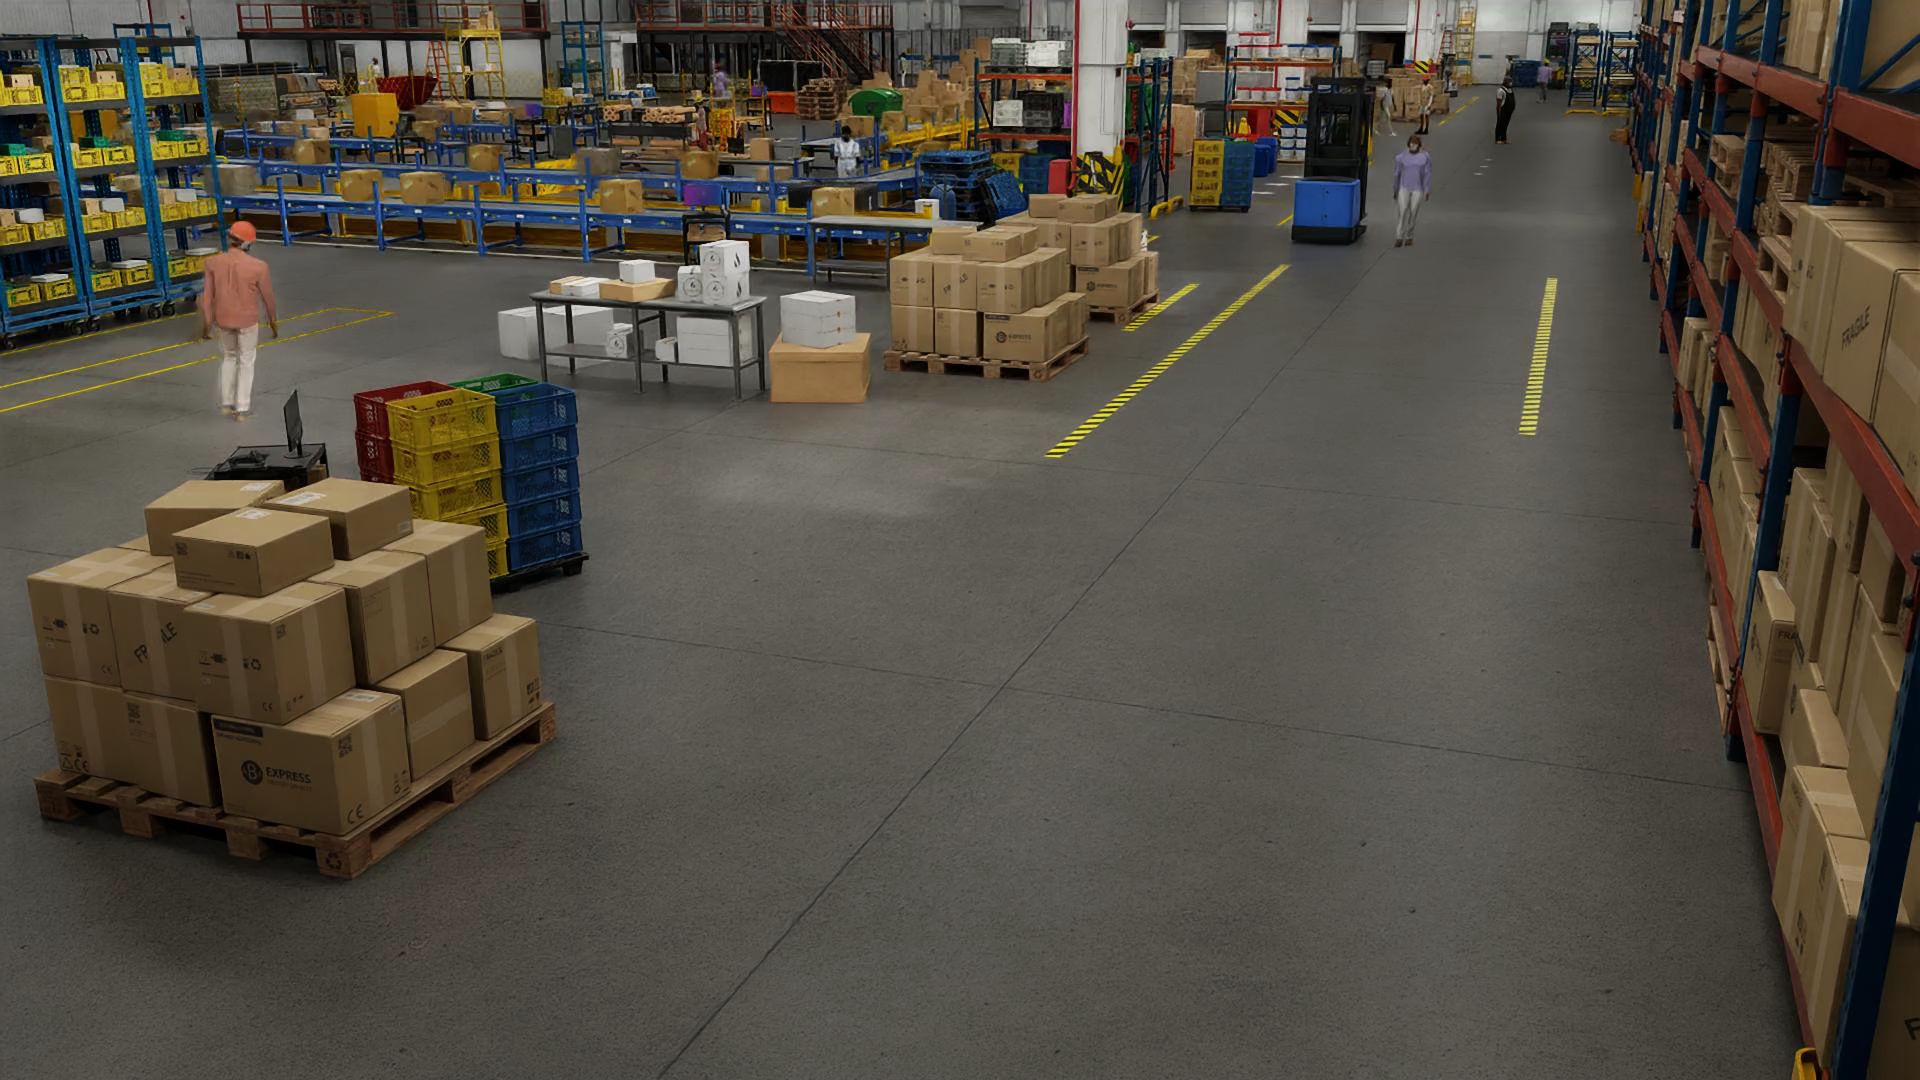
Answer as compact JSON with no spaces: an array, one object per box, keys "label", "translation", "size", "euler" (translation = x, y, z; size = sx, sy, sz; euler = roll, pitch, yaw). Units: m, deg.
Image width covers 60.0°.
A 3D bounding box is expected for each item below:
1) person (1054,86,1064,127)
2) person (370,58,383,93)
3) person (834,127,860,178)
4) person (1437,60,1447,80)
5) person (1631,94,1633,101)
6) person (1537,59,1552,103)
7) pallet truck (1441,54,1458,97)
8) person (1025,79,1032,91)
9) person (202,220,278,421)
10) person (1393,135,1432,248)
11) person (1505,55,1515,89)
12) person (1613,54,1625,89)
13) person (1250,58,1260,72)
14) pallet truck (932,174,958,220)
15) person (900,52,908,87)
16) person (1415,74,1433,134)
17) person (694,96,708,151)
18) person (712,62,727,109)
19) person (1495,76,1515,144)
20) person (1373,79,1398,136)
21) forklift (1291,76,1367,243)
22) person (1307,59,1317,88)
[{"label":"person","translation":[2.934,-12.561,49.378],"size":[0.595,1.806,0.804],"euler":[5,18,17]},{"label":"person","translation":[-26.860,-21.313,76.814],"size":[0.968,1.836,0.583],"euler":[5,18,14]},{"label":"person","translation":[-2.312,-7.638,34.144],"size":[0.539,1.658,0.785],"euler":[0,18,0]},{"label":"person","translation":[23.140,-22.205,79.860],"size":[0.541,1.683,0.466],"euler":[-9,20,-27]},{"label":"person","translation":[22.222,-14.144,54.522],"size":[0.548,1.686,0.449],"euler":[-4,18,-11]},{"label":"person","translation":[25.889,-20.333,73.688],"size":[1.031,1.879,0.587],"euler":[-14,22,-38]},{"label":"pallet truck","translation":[22.765,-21.886,78.355],"size":[0.823,1.965,1.885],"euler":[-4,18,-14]},{"label":"person","translation":[2.692,-17.472,64.702],"size":[0.319,1.866,0.532],"euler":[-1,18,-3]},{"label":"person","translation":[-7.124,-2.169,16.492],"size":[0.650,1.943,0.583],"euler":[-1,18,-5]},{"label":"person","translation":[7.721,-5.946,28.437],"size":[0.636,1.892,0.983],"euler":[4,18,12]},{"label":"person","translation":[26.733,-22.630,80.943],"size":[0.506,1.847,0.345],"euler":[-8,19,-23]},{"label":"person","translation":[31.924,-22.545,80.585],"size":[0.549,1.892,0.908],"euler":[-6,18,-17]},{"label":"person","translation":[14.548,-22.968,82.181],"size":[0.483,1.736,0.311],"euler":[4,18,13]},{"label":"pallet truck","translation":[-0.507,-5.292,27.348],"size":[0.653,1.274,1.630],"euler":[6,19,19]},{"label":"person","translation":[-2.965,-24.726,87.534],"size":[0.429,1.845,0.621],"euler":[0,18,0]},{"label":"person","translation":[15.294,-14.356,54.797],"size":[0.372,1.933,0.552],"euler":[-8,19,-23]},{"label":"person","translation":[-6.891,-10.894,44.206],"size":[0.320,1.762,0.522],"euler":[-6,18,-17]},{"label":"person","translation":[-9.231,-17.228,63.667],"size":[0.424,2.028,0.642],"euler":[13,22,36]},{"label":"person","translation":[16.635,-13.093,50.657],"size":[0.687,2.000,0.538],"euler":[-15,23,-38]},{"label":"person","translation":[13.906,-14.090,54.157],"size":[0.538,1.831,0.965],"euler":[-17,24,-42]},{"label":"forklift","translation":[6.598,-6.755,29.381],"size":[1.129,2.768,1.873],"euler":[6,19,19]},{"label":"person","translation":[16.453,-21.684,78.010],"size":[0.520,1.829,0.632],"euler":[-5,18,-17]}]
